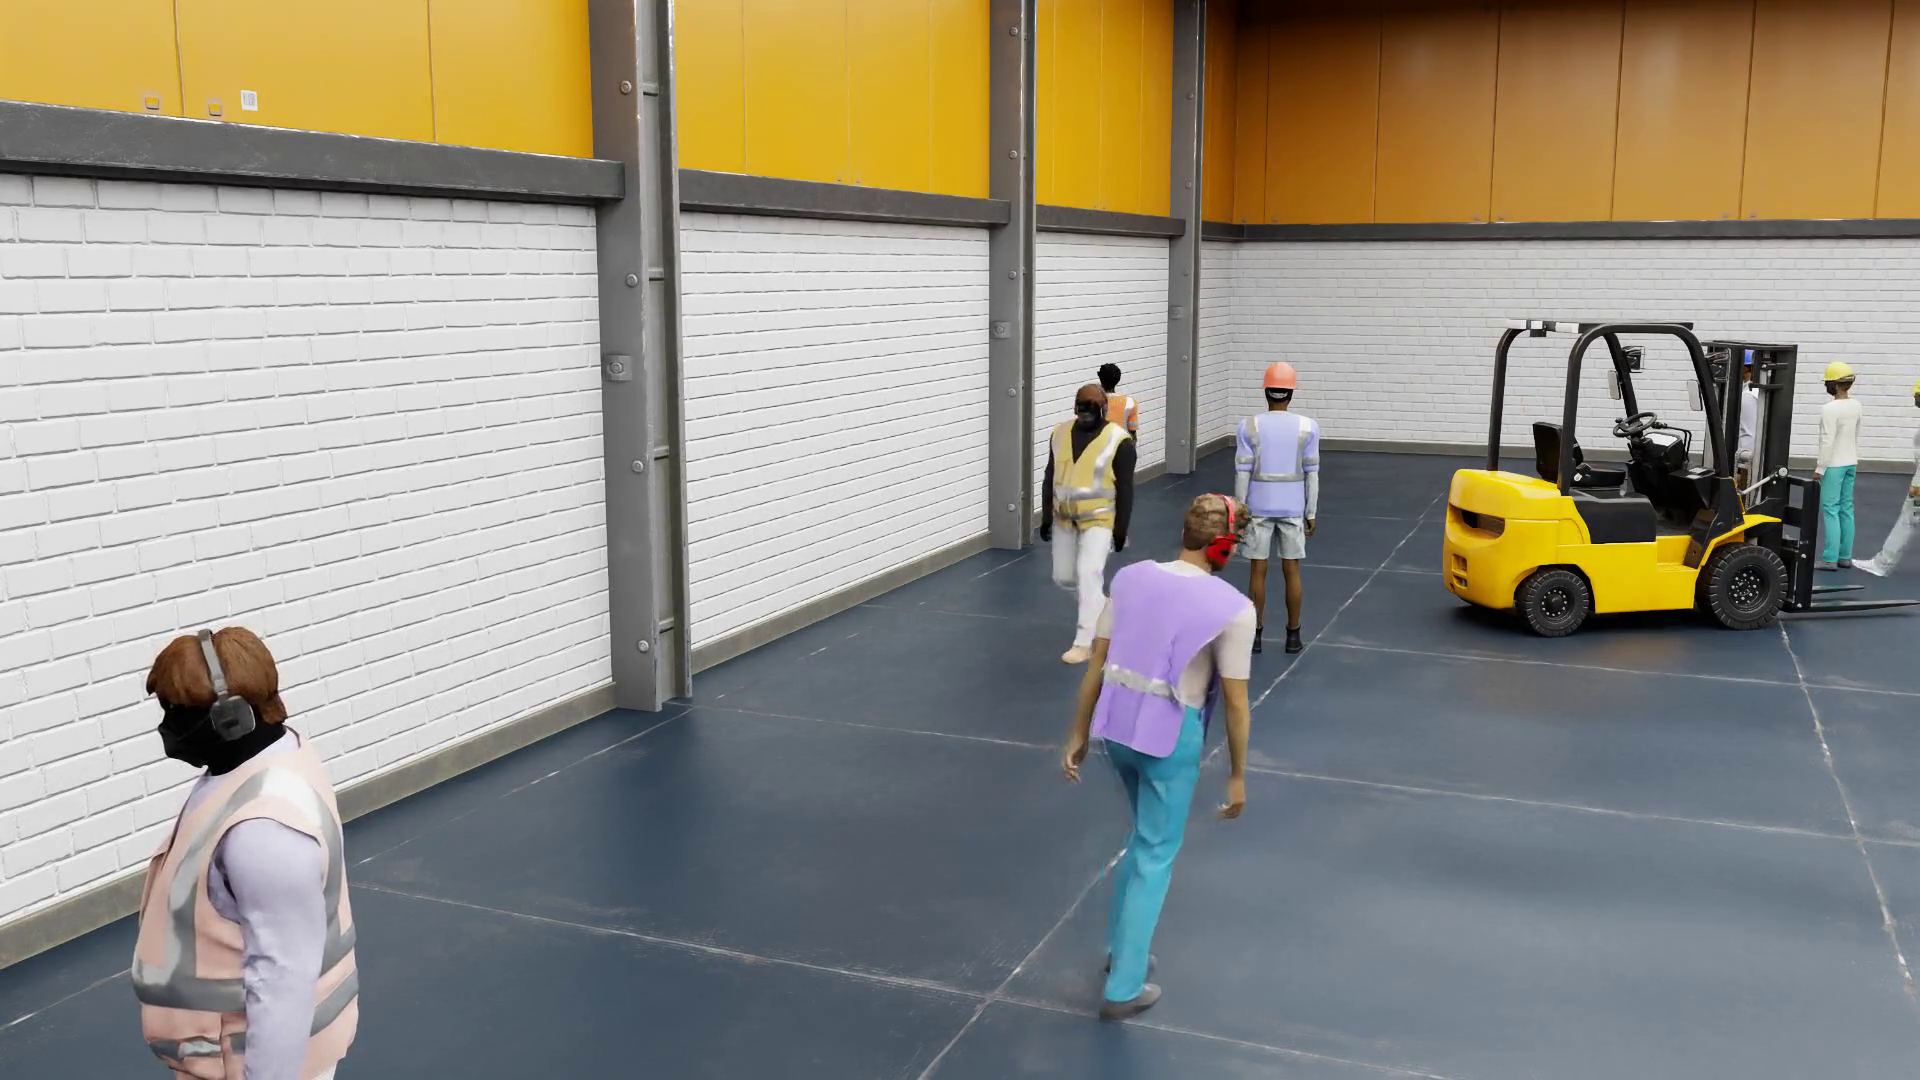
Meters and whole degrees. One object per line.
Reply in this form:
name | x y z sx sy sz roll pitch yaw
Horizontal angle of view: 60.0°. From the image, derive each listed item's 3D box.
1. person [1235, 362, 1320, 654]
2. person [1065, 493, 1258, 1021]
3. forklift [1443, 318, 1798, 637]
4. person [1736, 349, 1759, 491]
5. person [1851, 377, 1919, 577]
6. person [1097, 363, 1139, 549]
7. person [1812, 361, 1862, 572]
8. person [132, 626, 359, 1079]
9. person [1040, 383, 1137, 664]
person | 2.085 -0.208 11.016 0.553 1.935 0.361 1 9 4
person | 0.694 0.738 5.727 0.617 1.787 0.605 -9 13 -44
forklift | 4.706 -0.497 11.990 2.313 2.155 1.214 -2 10 -10
person | 6.419 -0.631 13.566 0.402 1.942 0.603 7 12 36
person | 7.809 -0.498 13.482 0.896 1.691 0.502 4 10 25
person | 1.354 -0.752 15.061 0.532 1.694 0.320 0 9 -2
person | 7.363 -0.618 14.021 0.532 1.765 0.328 -6 11 -33
person | -1.493 1.081 3.514 0.429 1.838 0.621 -4 10 -24
person | 0.861 -0.127 10.887 0.634 1.818 0.629 7 12 36
